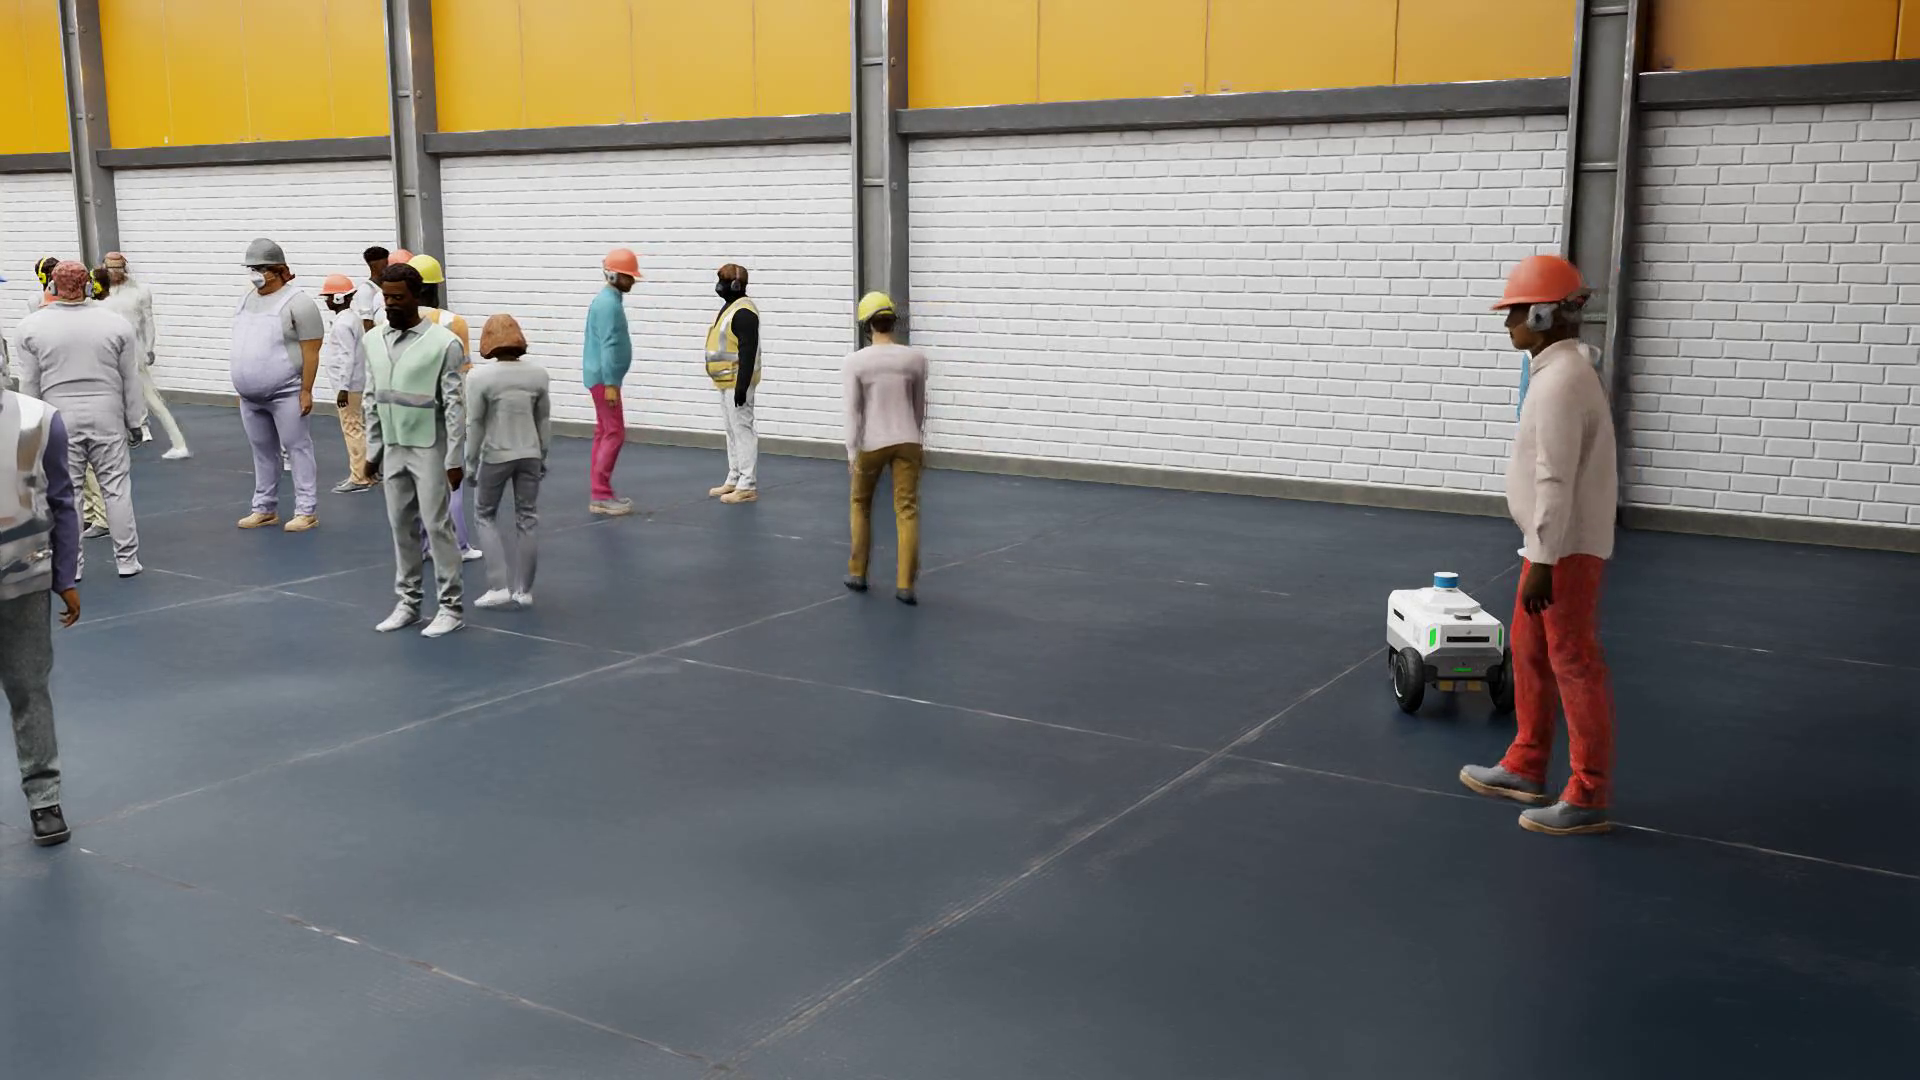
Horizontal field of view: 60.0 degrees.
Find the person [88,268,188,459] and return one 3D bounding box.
[{"bbox_3d":[-7.692,-1.593,15.248,1.134,1.762,0.534,0,10,1],"label":"person"}]

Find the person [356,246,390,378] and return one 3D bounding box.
[{"bbox_3d":[-5.796,-1.952,16.654,0.367,1.966,0.607,0,10,0],"label":"person"}]

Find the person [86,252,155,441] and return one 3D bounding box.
[{"bbox_3d":[-8.410,-1.924,16.675,0.641,1.905,0.410,-5,11,-26],"label":"person"}]

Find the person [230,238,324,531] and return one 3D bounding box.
[{"bbox_3d":[-4.798,-1.074,11.583,0.683,2.000,0.538,3,11,18],"label":"person"}]

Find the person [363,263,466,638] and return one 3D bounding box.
[{"bbox_3d":[-2.781,-0.459,8.549,0.596,1.910,0.384,5,11,24],"label":"person"}]

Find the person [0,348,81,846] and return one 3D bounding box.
[{"bbox_3d":[-3.223,0.135,5.485,0.591,1.824,0.404,-5,12,-28],"label":"person"}]

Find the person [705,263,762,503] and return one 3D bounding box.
[{"bbox_3d":[-1.757,-1.215,12.908,0.429,1.847,0.624,-4,11,-21],"label":"person"}]

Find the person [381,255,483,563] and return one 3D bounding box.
[{"bbox_3d":[-3.298,-0.803,10.387,0.588,1.930,0.357,1,10,7],"label":"person"}]

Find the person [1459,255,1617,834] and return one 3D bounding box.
[{"bbox_3d":[2.026,0.020,5.755,0.594,1.966,0.617,3,11,17],"label":"person"}]

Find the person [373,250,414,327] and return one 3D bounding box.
[{"bbox_3d":[-4.892,-1.592,14.736,0.358,1.936,0.552,7,12,33],"label":"person"}]

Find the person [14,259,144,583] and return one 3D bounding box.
[{"bbox_3d":[-5.204,-0.700,9.884,0.650,1.907,0.409,-6,12,-30],"label":"person"}]

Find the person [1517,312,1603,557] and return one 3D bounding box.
[{"bbox_3d":[3.775,-0.674,10.504,0.514,1.634,0.313,1,10,3],"label":"person"}]

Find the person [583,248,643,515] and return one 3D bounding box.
[{"bbox_3d":[-2.568,-1.172,12.340,0.455,1.971,0.660,-1,10,-8],"label":"person"}]

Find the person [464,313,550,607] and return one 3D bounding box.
[{"bbox_3d":[-2.487,-0.427,9.154,0.513,1.625,0.297,-8,13,-39],"label":"person"}]

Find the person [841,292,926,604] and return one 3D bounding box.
[{"bbox_3d":[-0.441,-0.530,9.447,0.533,1.727,0.792,-4,11,-19],"label":"person"}]

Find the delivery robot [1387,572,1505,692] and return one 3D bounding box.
[{"bbox_3d":[2.137,0.386,7.351,0.477,0.478,0.707,0,10,0],"label":"delivery robot"}]

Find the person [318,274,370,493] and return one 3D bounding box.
[{"bbox_3d":[-4.961,-1.262,13.416,0.332,1.750,0.573,-2,11,-13],"label":"person"}]

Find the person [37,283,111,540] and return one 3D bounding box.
[{"bbox_3d":[-6.005,-0.879,11.296,0.342,1.749,0.569,-8,13,-39],"label":"person"}]
